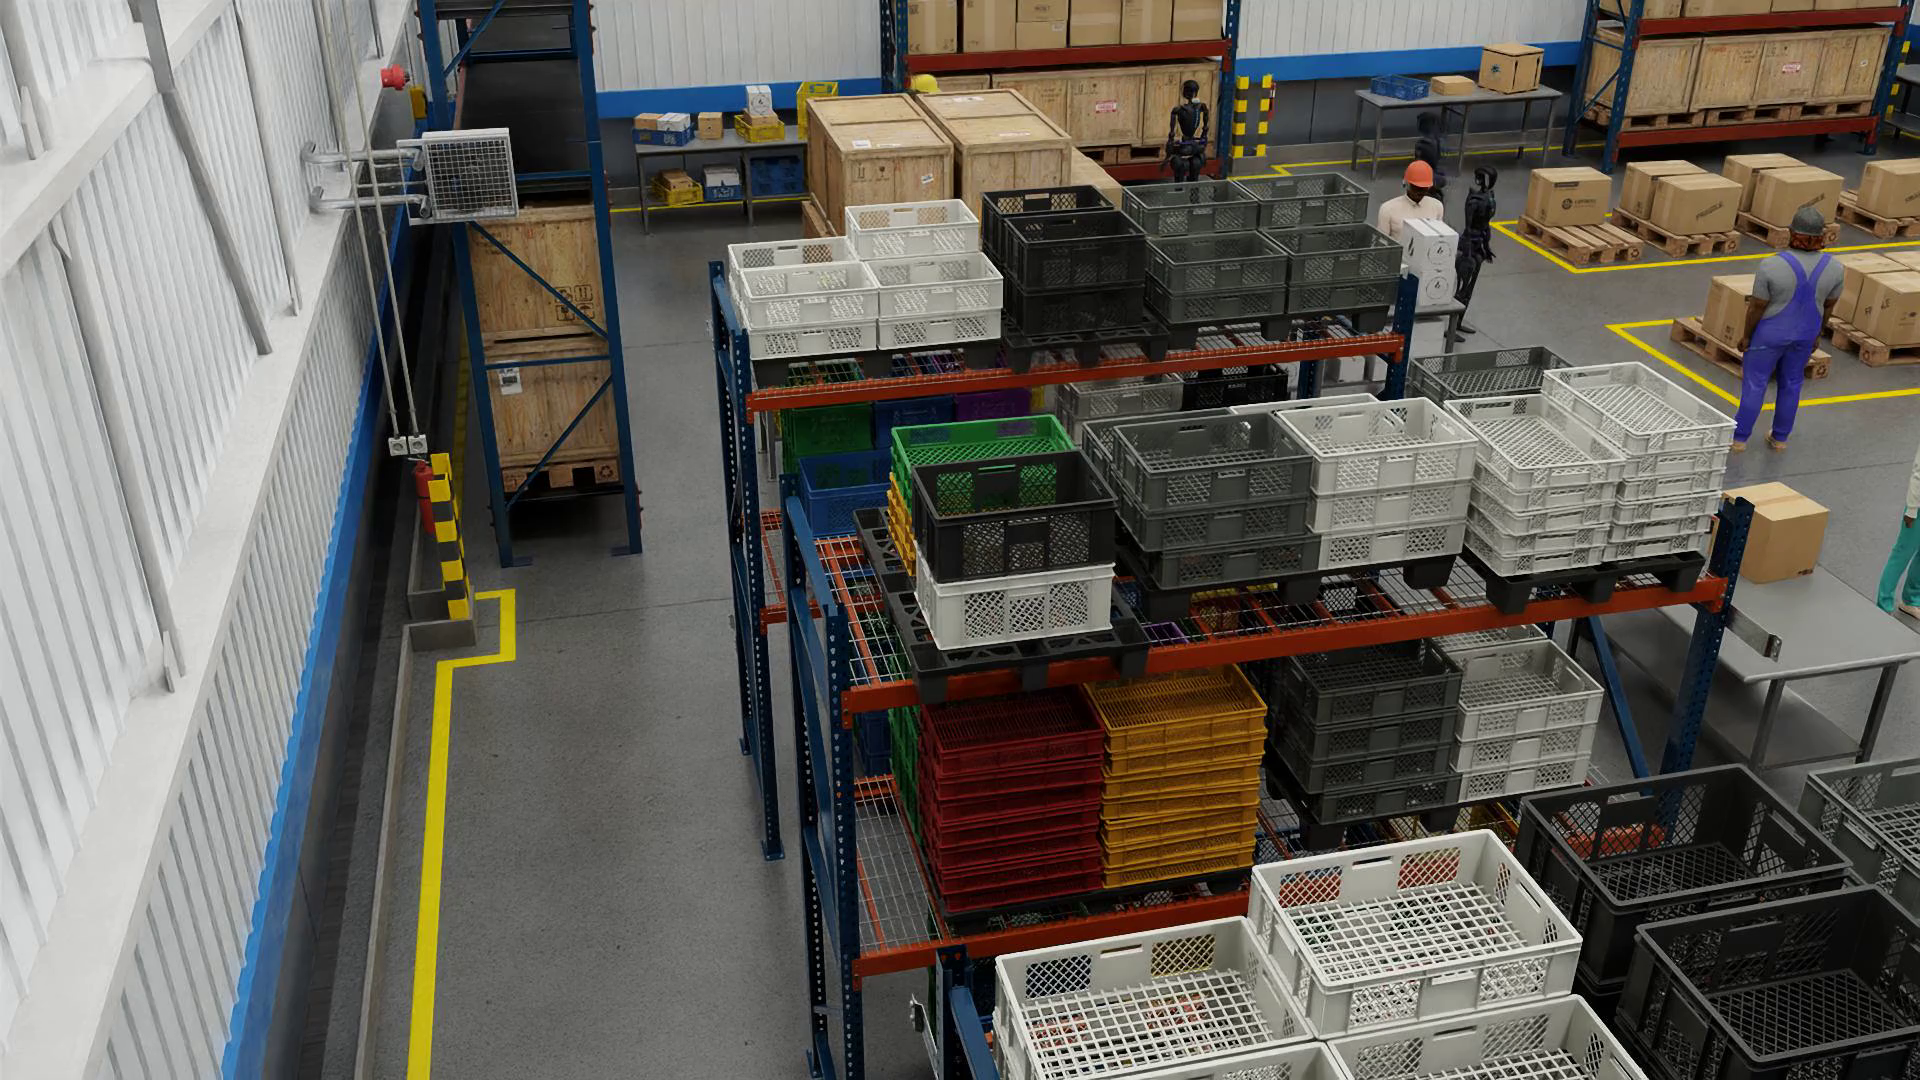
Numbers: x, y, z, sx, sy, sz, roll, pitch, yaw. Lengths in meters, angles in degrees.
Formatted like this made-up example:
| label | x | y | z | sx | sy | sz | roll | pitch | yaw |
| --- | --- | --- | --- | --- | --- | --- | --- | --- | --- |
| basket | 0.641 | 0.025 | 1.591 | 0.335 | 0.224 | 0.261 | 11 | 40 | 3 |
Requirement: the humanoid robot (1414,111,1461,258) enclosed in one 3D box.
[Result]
| label | x | y | z | sx | sy | sz | roll | pitch | yaw |
| --- | --- | --- | --- | --- | --- | --- | --- | --- | --- |
| humanoid robot | 5.050 | -3.705 | 17.613 | 0.595 | 1.623 | 0.728 | -25 | 37 | -38 |

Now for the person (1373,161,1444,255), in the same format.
| label | x | y | z | sx | sy | sz | roll | pitch | yaw |
| --- | --- | --- | --- | --- | --- | --- | --- | --- | --- |
| person | 3.945 | -2.383 | 14.732 | 0.615 | 1.986 | 0.405 | -5 | 28 | -9 |

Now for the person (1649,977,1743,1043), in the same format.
| label | x | y | z | sx | sy | sz | roll | pitch | yaw |
| --- | --- | --- | --- | --- | --- | --- | --- | --- | --- |
| person | 2.644 | 2.237 | 6.069 | 0.584 | 1.882 | 0.341 | 18 | 33 | 30 |

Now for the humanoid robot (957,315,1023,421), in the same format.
| label | x | y | z | sx | sy | sz | roll | pitch | yaw |
| --- | --- | --- | --- | --- | --- | --- | --- | --- | --- |
| humanoid robot | 0.217 | -1.111 | 12.662 | 0.624 | 1.635 | 0.487 | 20 | 34 | 33 |

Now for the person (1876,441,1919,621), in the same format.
| label | x | y | z | sx | sy | sz | roll | pitch | yaw |
| --- | --- | --- | --- | --- | --- | --- | --- | --- | --- |
| person | 6.390 | -0.225 | 10.867 | 0.521 | 1.768 | 0.309 | -9 | 29 | -16 |

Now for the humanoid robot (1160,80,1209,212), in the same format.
| label | x | y | z | sx | sy | sz | roll | pitch | yaw |
| --- | --- | --- | --- | --- | --- | --- | --- | --- | --- |
| humanoid robot | 2.559 | -4.359 | 18.787 | 0.608 | 1.661 | 0.314 | -16 | 32 | -28 |

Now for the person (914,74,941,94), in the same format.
| label | x | y | z | sx | sy | sz | roll | pitch | yaw |
| --- | --- | --- | --- | --- | --- | --- | --- | --- | --- |
| person | -0.460 | -4.140 | 18.167 | 0.917 | 1.890 | 0.598 | -8 | 29 | -14 |

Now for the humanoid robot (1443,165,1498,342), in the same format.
| label | x | y | z | sx | sy | sz | roll | pitch | yaw |
| --- | --- | --- | --- | --- | --- | --- | --- | --- | --- |
| humanoid robot | 4.841 | -2.714 | 15.671 | 0.314 | 1.657 | 0.612 | 19 | 33 | 32 |

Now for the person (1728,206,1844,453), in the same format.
| label | x | y | z | sx | sy | sz | roll | pitch | yaw |
| --- | --- | --- | --- | --- | --- | --- | --- | --- | --- |
| person | 6.574 | -1.686 | 13.348 | 0.685 | 2.000 | 0.538 | 0 | 28 | -1 |

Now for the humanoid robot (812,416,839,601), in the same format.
| label | x | y | z | sx | sy | sz | roll | pitch | yaw |
| --- | --- | --- | --- | --- | --- | --- | --- | --- | --- |
| humanoid robot | -0.809 | -0.323 | 11.176 | 0.365 | 1.648 | 0.626 | 22 | 35 | 36 |
